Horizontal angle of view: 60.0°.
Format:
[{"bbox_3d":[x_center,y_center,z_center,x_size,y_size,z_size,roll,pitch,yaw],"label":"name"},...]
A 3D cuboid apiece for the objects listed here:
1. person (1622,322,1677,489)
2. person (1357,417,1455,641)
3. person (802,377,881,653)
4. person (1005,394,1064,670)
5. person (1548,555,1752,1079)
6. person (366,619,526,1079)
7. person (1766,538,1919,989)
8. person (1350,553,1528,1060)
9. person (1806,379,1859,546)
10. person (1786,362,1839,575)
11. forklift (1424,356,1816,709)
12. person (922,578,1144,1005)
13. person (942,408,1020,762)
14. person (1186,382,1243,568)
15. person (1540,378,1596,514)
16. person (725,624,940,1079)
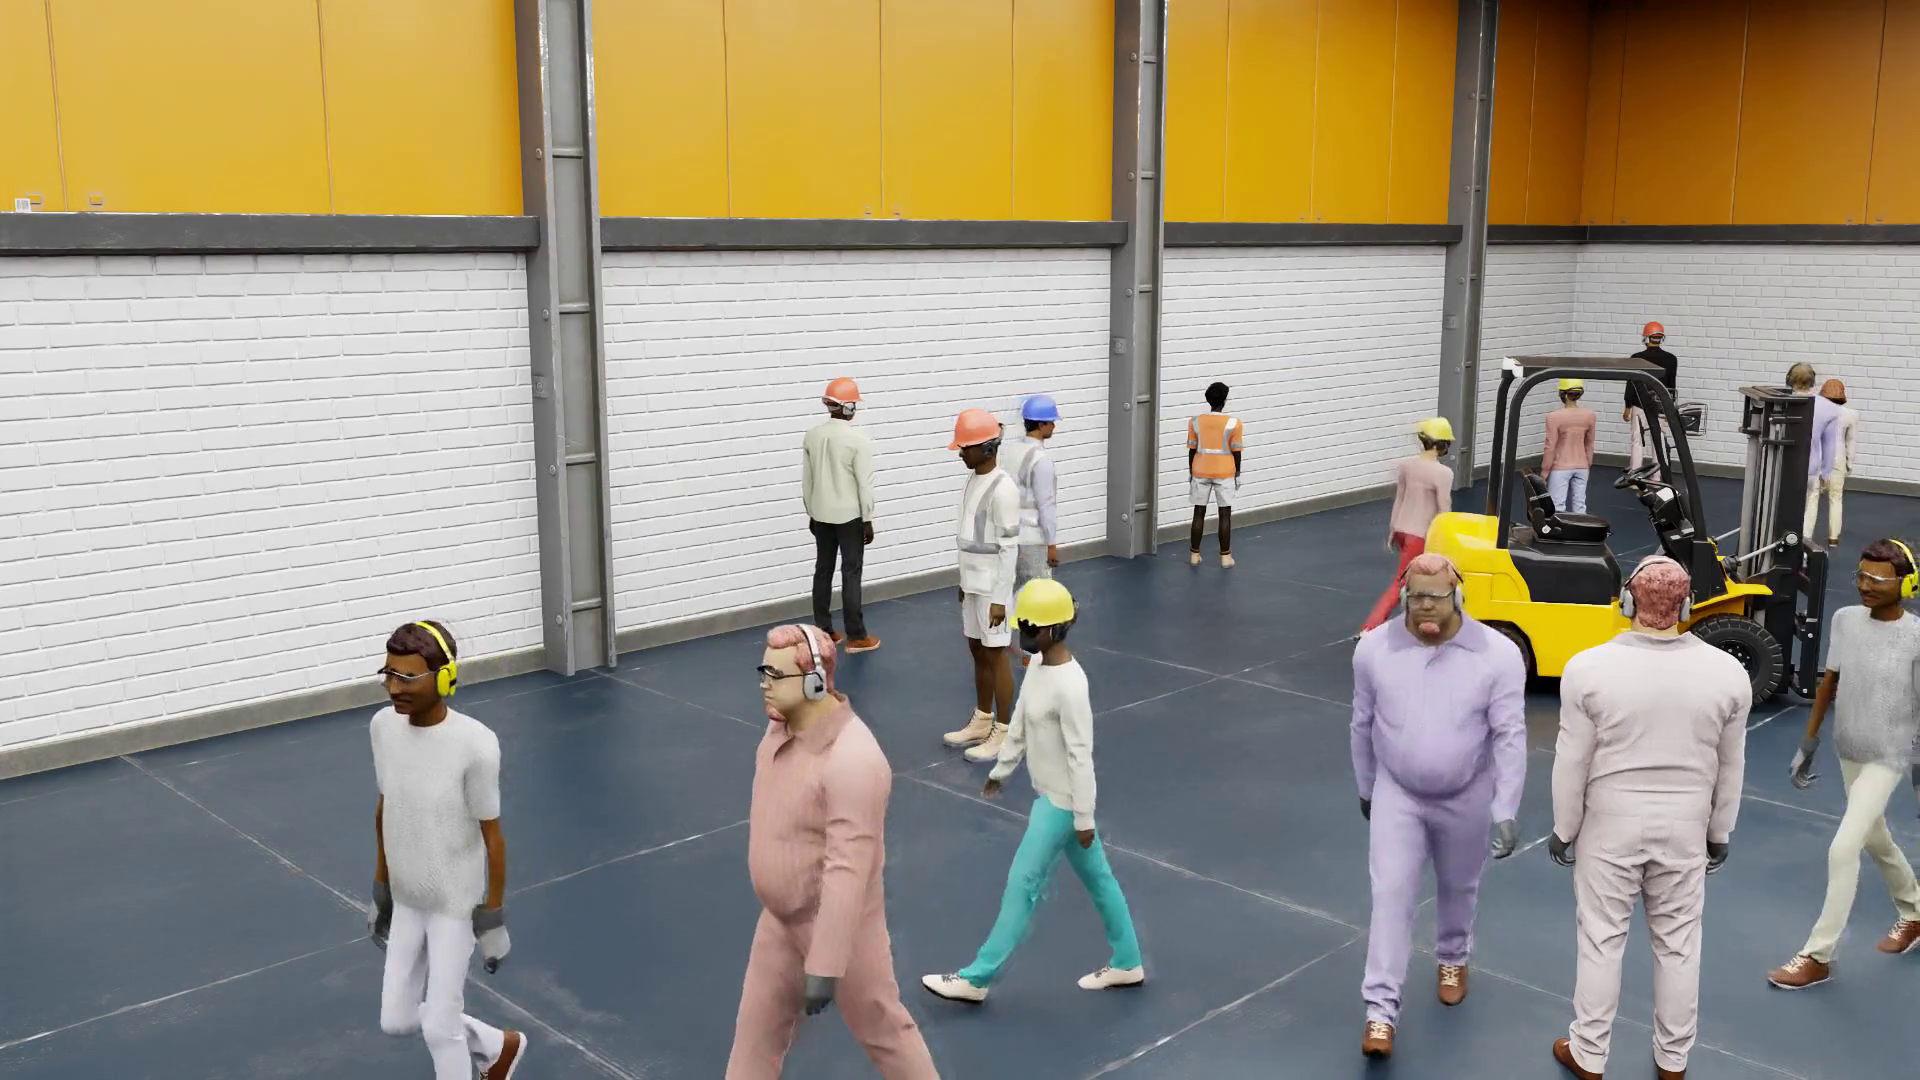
[{"bbox_3d":[8.201,-1.599,19.817,0.619,1.990,0.402,-1,10,-8],"label":"person"},{"bbox_3d":[3.277,-0.042,12.089,0.953,1.708,0.534,-4,11,-22],"label":"person"},{"bbox_3d":[-0.862,-0.183,12.066,0.612,1.994,0.395,7,13,35],"label":"person"},{"bbox_3d":[0.492,-0.042,11.472,0.463,1.930,0.639,-3,11,-17],"label":"person"},{"bbox_3d":[2.399,0.998,5.871,0.642,1.909,0.408,1,10,5],"label":"person"},{"bbox_3d":[-1.629,1.136,5.271,0.538,1.852,0.581,6,12,28],"label":"person"},{"bbox_3d":[3.734,0.877,6.761,0.959,1.833,0.524,-3,11,-17],"label":"person"},{"bbox_3d":[1.774,0.961,6.240,0.642,1.849,1.026,4,11,19],"label":"person"},{"bbox_3d":[8.409,-0.746,16.143,0.502,1.627,0.270,2,11,12],"label":"person"},{"bbox_3d":[7.235,-0.587,14.485,0.636,1.924,0.438,1,10,5],"label":"person"},{"bbox_3d":[4.276,-0.101,11.076,2.313,2.155,1.214,2,11,13],"label":"forklift"},{"bbox_3d":[0.322,0.984,6.471,0.927,1.712,0.536,-1,10,-5],"label":"person"},{"bbox_3d":[0.121,0.257,9.564,0.389,2.034,0.605,-4,11,-20],"label":"person"},{"bbox_3d":[2.311,-0.589,15.124,0.532,1.691,0.322,5,11,25],"label":"person"},{"bbox_3d":[5.530,-0.639,15.179,0.523,1.769,0.314,-3,11,-17],"label":"person"},{"bbox_3d":[-0.453,1.162,5.134,1.043,1.849,0.663,-7,12,-32],"label":"person"}]
